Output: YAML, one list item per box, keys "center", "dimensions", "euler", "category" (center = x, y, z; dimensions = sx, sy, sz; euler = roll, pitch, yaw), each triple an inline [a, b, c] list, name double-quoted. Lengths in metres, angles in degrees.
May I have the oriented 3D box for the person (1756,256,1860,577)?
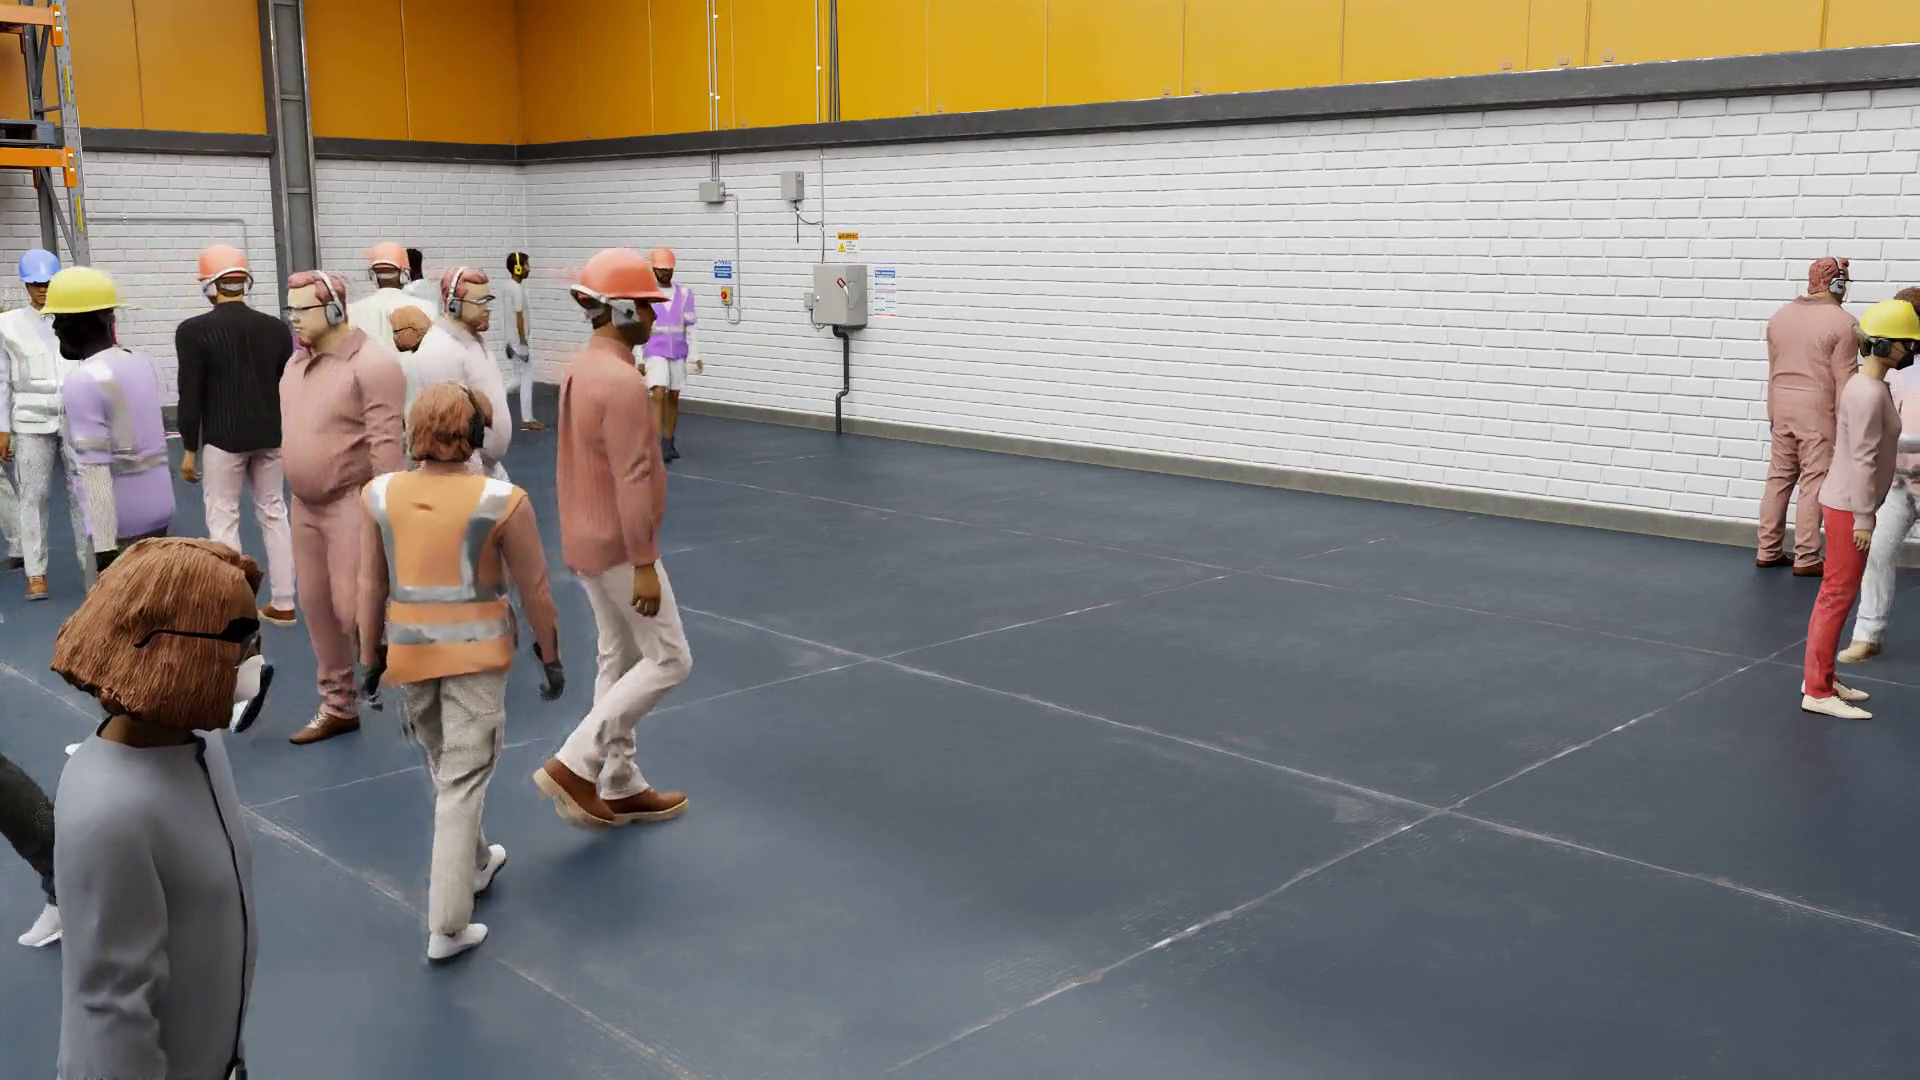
- center: [5.090, -0.729, 9.912]
  dimensions: [0.402, 1.903, 0.641]
  euler: [-3, 11, -18]
  category: "person"

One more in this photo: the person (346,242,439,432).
- center: [-3.551, -0.888, 10.566]
  dimensions: [0.642, 1.965, 0.819]
  euler: [0, 10, -2]
  category: "person"

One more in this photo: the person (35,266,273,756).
- center: [-3.136, -0.095, 6.428]
  dimensions: [0.682, 1.912, 0.598]
  euler: [0, 10, -3]
  category: "person"

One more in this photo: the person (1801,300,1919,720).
- center: [3.817, -0.128, 7.023]
  dimensions: [0.350, 1.759, 0.522]
  euler: [5, 12, 26]
  category: "person"

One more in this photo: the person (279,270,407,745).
- center: [-2.447, -0.134, 6.686]
  dimensions: [0.653, 1.887, 0.549]
  euler: [6, 12, 30]
  category: "person"

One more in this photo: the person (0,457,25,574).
- center: [-5.982, -0.644, 9.788]
  dimensions: [0.935, 1.774, 0.583]
  euler: [-7, 13, -34]
  category: "person"

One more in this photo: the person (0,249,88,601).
- center: [-5.061, -0.643, 9.303]
  dimensions: [0.615, 1.945, 0.404]
  euler: [-8, 13, -37]
  category: "person"

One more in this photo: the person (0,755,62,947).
- center: [-2.913, 0.267, 4.600]
  dimensions: [1.016, 1.864, 0.604]
  euler: [0, 10, 1]
  category: "person"

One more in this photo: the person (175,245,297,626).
- center: [-3.709, -0.512, 8.550]
  dimensions: [0.446, 1.976, 0.618]
  euler: [8, 13, 38]
  category: "person"

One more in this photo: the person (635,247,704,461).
- center: [-2.585, -1.650, 14.888]
  dimensions: [0.566, 1.907, 0.799]
  euler: [-5, 11, -25]
  category: "person"

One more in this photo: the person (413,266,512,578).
- center: [-2.269, -0.314, 7.710]
  dimensions: [0.472, 1.882, 0.652]
  euler: [0, 10, 2]
  category: "person"

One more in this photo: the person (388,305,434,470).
- center: [-3.081, -0.539, 9.612]
  dimensions: [0.380, 1.617, 0.539]
  euler: [0, 10, 2]
  category: "person"

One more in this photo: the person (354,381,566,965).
- center: [-1.404, 0.344, 4.821]
  dimensions: [0.549, 1.602, 0.780]
  euler: [2, 11, 11]
  category: "person"

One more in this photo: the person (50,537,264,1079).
- center: [-1.110, 0.799, 2.365]
  dimensions: [0.311, 1.615, 0.493]
  euler: [-2, 11, -10]
  category: "person"

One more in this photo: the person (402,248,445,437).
- center: [-5.272, -1.912, 16.371]
  dimensions: [0.991, 1.913, 0.588]
  euler: [4, 11, 22]
  category: "person"

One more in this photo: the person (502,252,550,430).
- center: [-4.629, -2.046, 17.217]
  dimensions: [0.611, 1.855, 0.522]
  euler: [-5, 11, -24]
  category: "person"

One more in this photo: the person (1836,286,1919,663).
- center: [4.575, -0.290, 7.837]
  dimensions: [0.700, 1.799, 0.643]
  euler: [-5, 12, -26]
  category: "person"

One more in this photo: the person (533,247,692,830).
- center: [-1.163, 0.024, 5.570]
  dimensions: [0.483, 1.979, 0.642]
  euler: [-6, 12, -28]
  category: "person"
